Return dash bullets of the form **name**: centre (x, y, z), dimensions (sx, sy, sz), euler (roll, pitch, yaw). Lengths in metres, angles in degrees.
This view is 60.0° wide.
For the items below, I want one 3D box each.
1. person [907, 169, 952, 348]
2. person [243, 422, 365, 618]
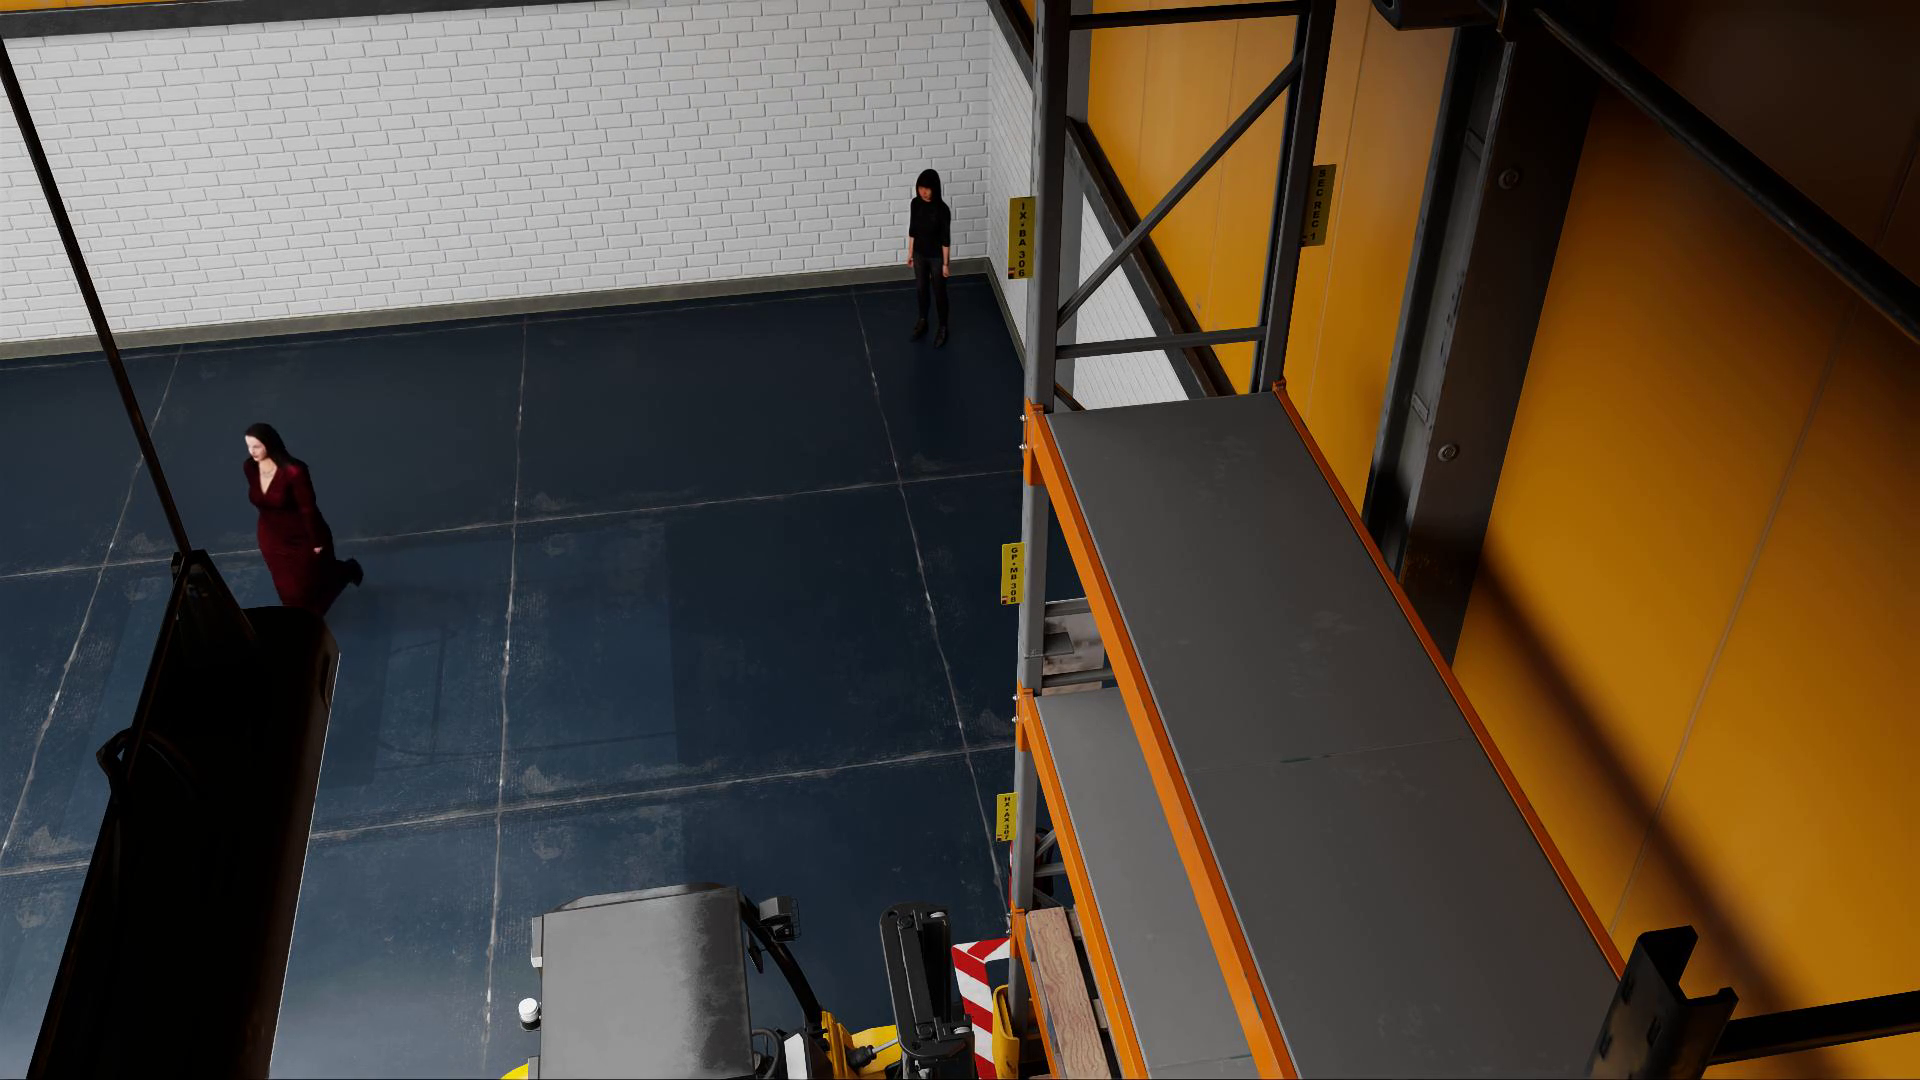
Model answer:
- **person**: centre (-0.250, -2.477, 14.425), dimensions (0.637, 1.641, 0.682), euler (20, 43, 23)
- **person**: centre (-4.490, -0.094, 11.364), dimensions (0.889, 1.737, 1.070), euler (8, 39, 10)
